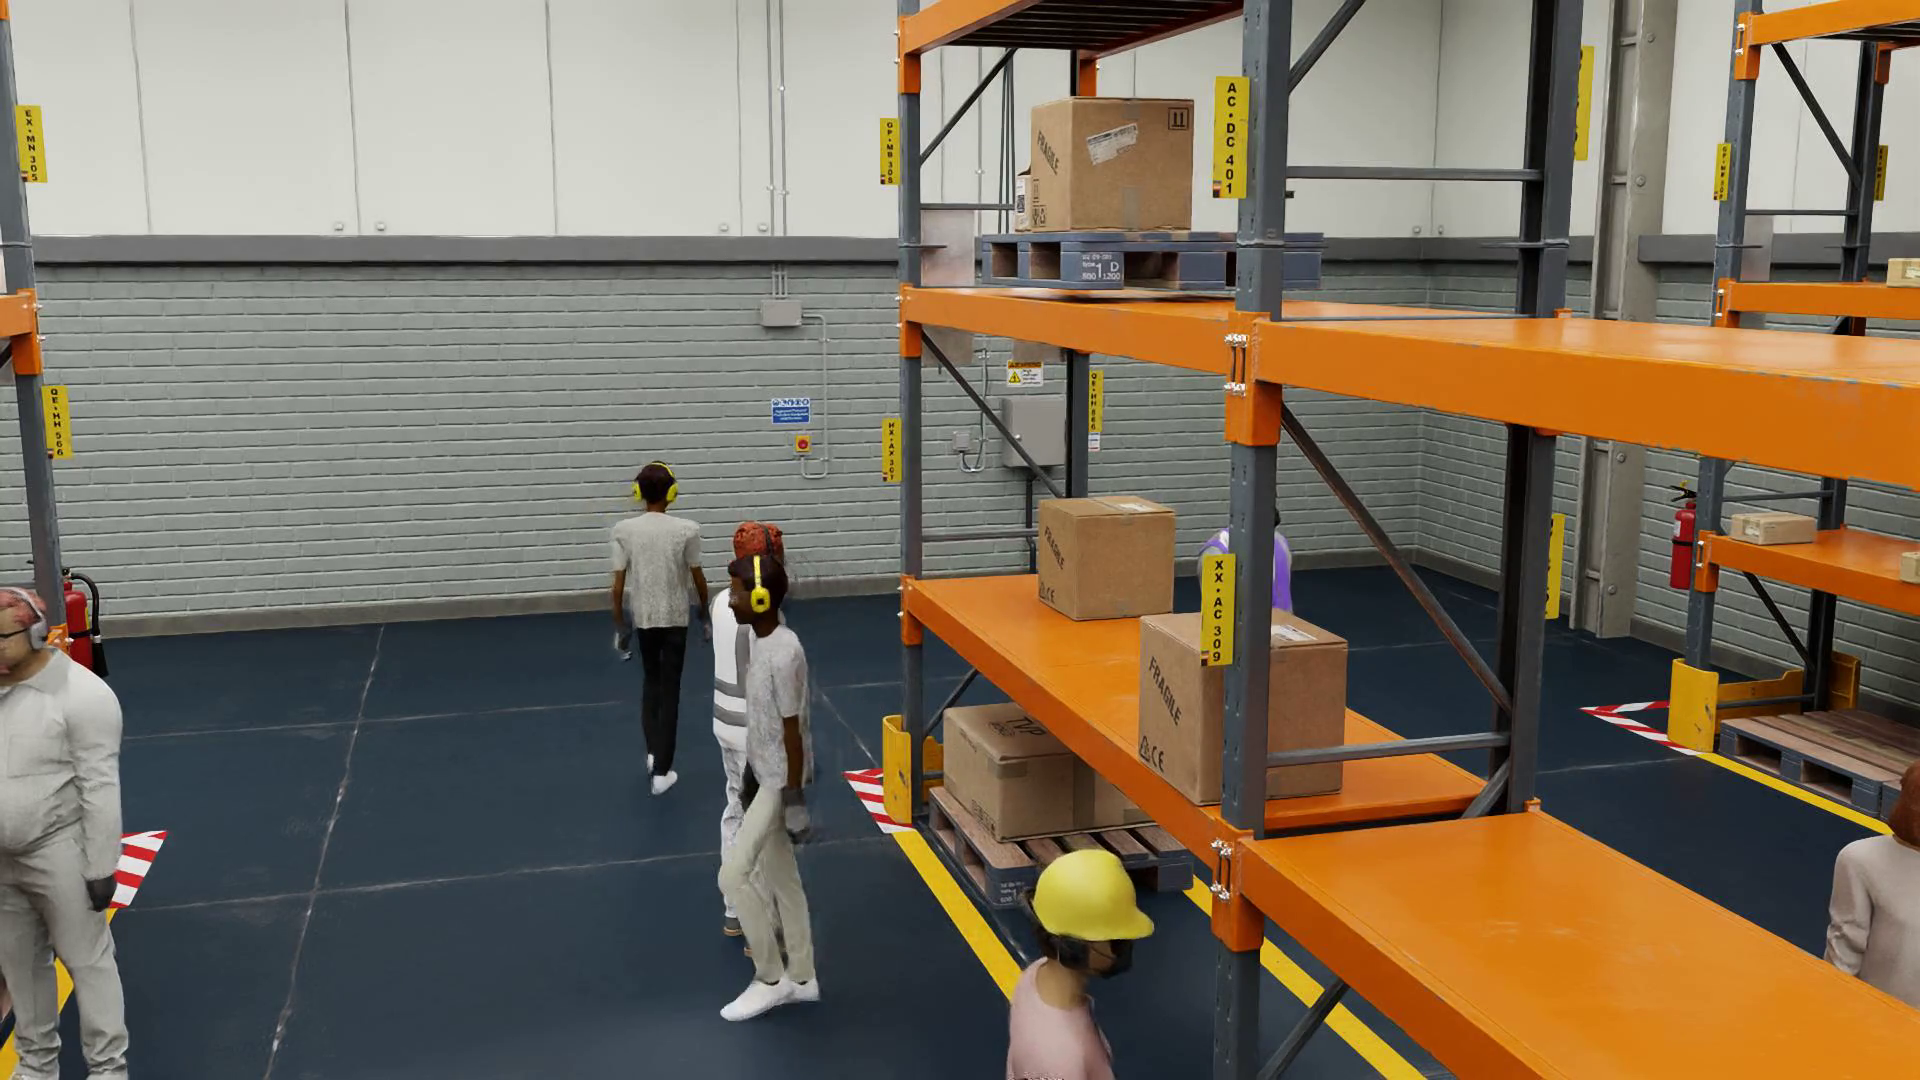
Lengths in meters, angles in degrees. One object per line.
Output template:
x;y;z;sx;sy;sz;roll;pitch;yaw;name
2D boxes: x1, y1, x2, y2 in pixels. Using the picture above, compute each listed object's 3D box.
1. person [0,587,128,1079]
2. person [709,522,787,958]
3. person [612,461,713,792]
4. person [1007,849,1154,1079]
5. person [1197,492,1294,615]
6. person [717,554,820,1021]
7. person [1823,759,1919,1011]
-3.205;1.092;5.769;0.643;1.901;0.400;2;10;14;person
-0.881;0.852;7.189;0.358;1.880;0.575;-6;12;-30;person
-1.662;0.467;9.478;0.522;1.845;0.734;1;10;7;person
0.230;1.523;3.704;0.366;1.755;0.529;0;10;1;person
1.519;0.600;8.720;0.633;1.843;0.429;-9;13;-42;person
-0.812;0.974;6.574;0.565;1.843;0.532;-2;10;-9;person
2.730;1.400;4.754;0.500;1.633;0.279;2;10;14;person
